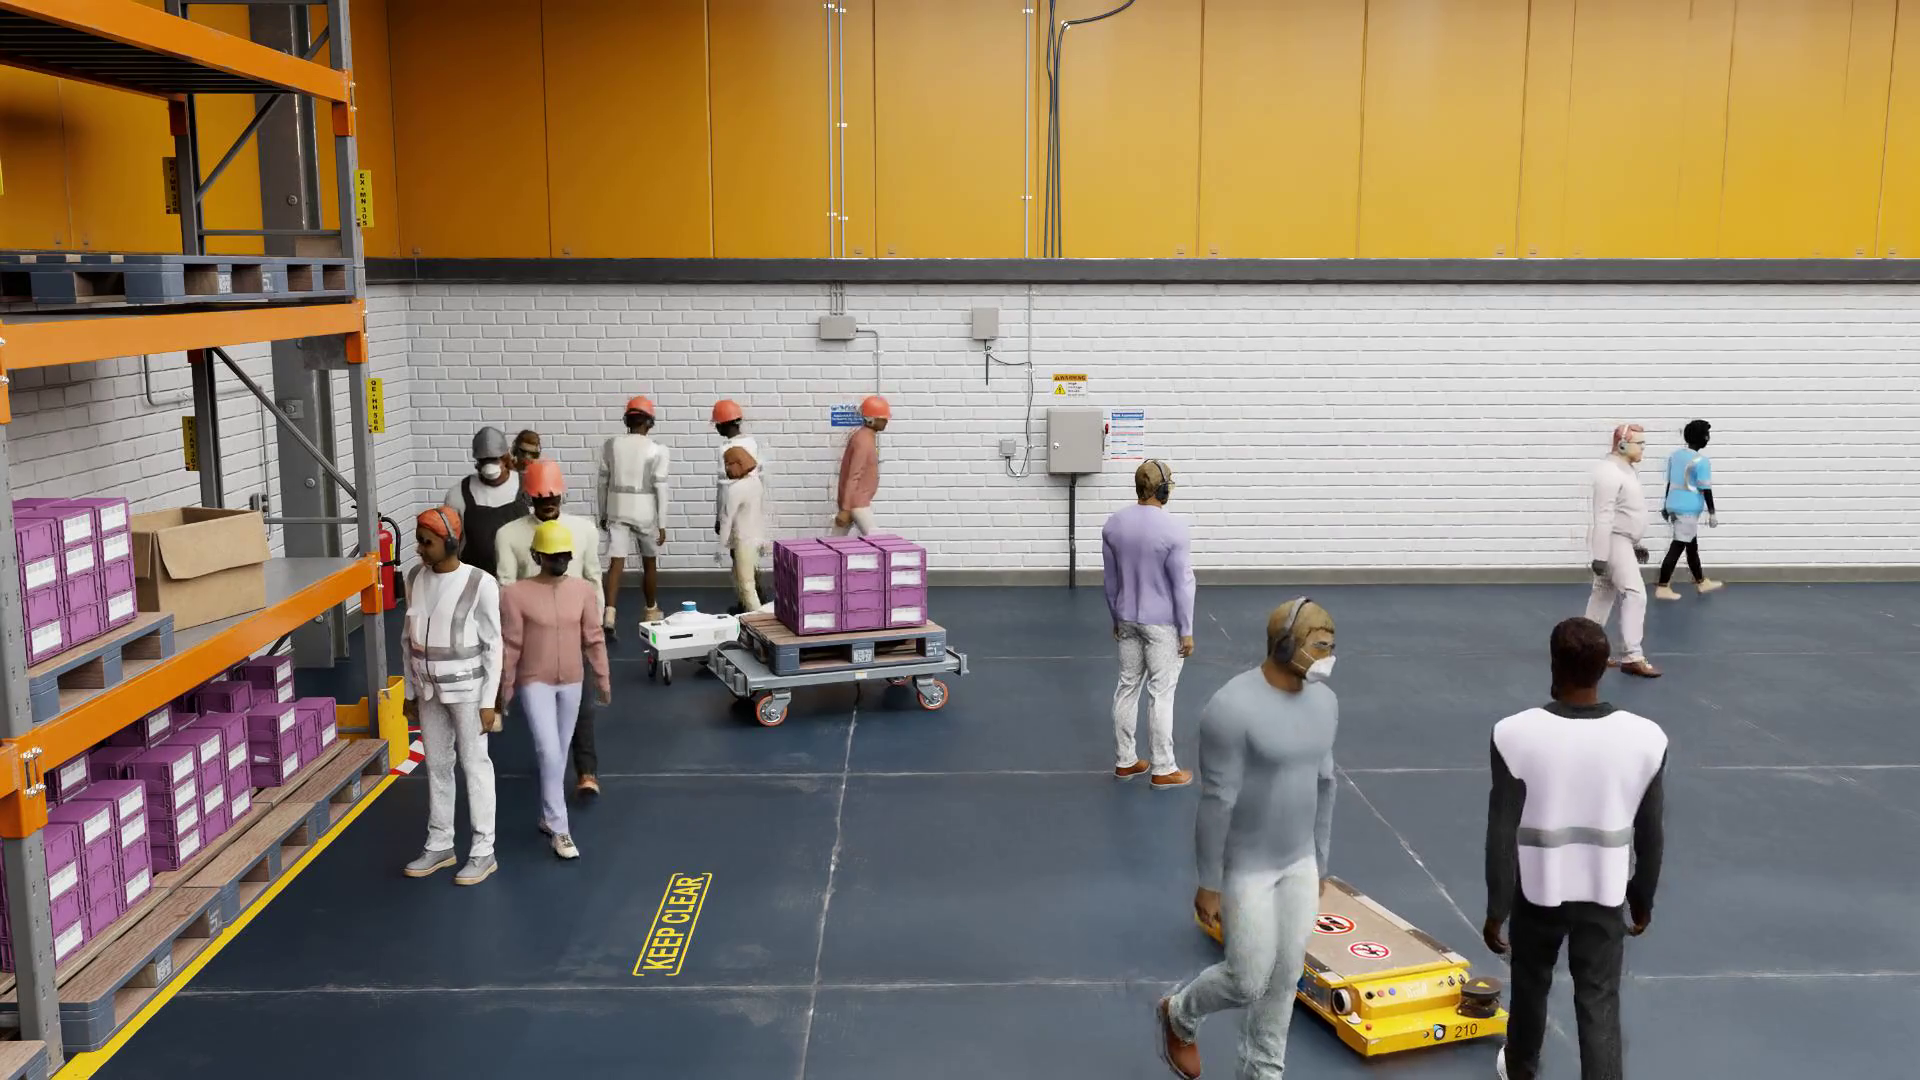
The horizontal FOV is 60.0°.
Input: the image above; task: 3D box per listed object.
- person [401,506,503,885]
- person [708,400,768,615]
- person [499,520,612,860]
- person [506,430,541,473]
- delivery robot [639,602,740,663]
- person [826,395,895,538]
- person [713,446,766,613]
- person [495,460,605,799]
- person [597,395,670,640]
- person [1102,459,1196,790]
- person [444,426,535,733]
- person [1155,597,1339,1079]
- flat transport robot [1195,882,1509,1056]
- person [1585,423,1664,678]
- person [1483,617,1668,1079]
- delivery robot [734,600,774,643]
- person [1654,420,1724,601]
[{"bbox_3d":[-2.524,0.761,8.234,0.572,1.886,0.354,4,10,24],"label":"person"},{"bbox_3d":[-1.937,-0.267,14.489,0.408,1.905,0.602,5,10,26],"label":"person"},{"bbox_3d":[-2.054,0.766,8.614,0.551,1.737,0.739,-8,12,-40],"label":"person"},{"bbox_3d":[-3.410,0.043,12.868,0.615,1.821,0.678,-1,9,-4],"label":"person"},{"bbox_3d":[-2.013,0.702,12.375,0.707,0.478,0.477,-5,10,-28],"label":"delivery robot"},{"bbox_3d":[-1.022,-0.349,14.951,1.075,1.933,0.639,-1,9,-8],"label":"person"},{"bbox_3d":[-1.771,0.049,13.413,0.475,1.616,0.503,3,10,15],"label":"person"},{"bbox_3d":[-2.326,0.517,9.540,0.608,1.936,1.035,-3,10,-18],"label":"person"},{"bbox_3d":[-2.737,-0.184,13.747,0.683,1.995,1.014,1,9,6],"label":"person"},{"bbox_3d":[1.112,0.490,9.735,0.632,1.940,0.372,9,13,44],"label":"person"},{"bbox_3d":[-3.034,0.238,10.966,0.702,2.000,0.604,-2,10,-14],"label":"person"},{"bbox_3d":[1.029,1.130,5.878,0.663,1.919,0.591,-6,11,-35],"label":"person"},{"bbox_3d":[1.619,1.754,7.082,0.652,0.197,1.431,-3,10,-19],"label":"flat transport robot"},{"bbox_3d":[5.050,0.069,12.488,0.775,1.881,0.660,5,10,26],"label":"person"},{"bbox_3d":[2.090,1.186,5.689,0.603,1.868,1.033,1,9,6],"label":"person"},{"bbox_3d":[-1.373,0.643,12.741,0.707,0.478,0.477,-9,13,-44],"label":"delivery robot"},{"bbox_3d":[6.738,-0.265,15.173,0.814,1.657,0.555,-1,9,-6],"label":"person"}]
